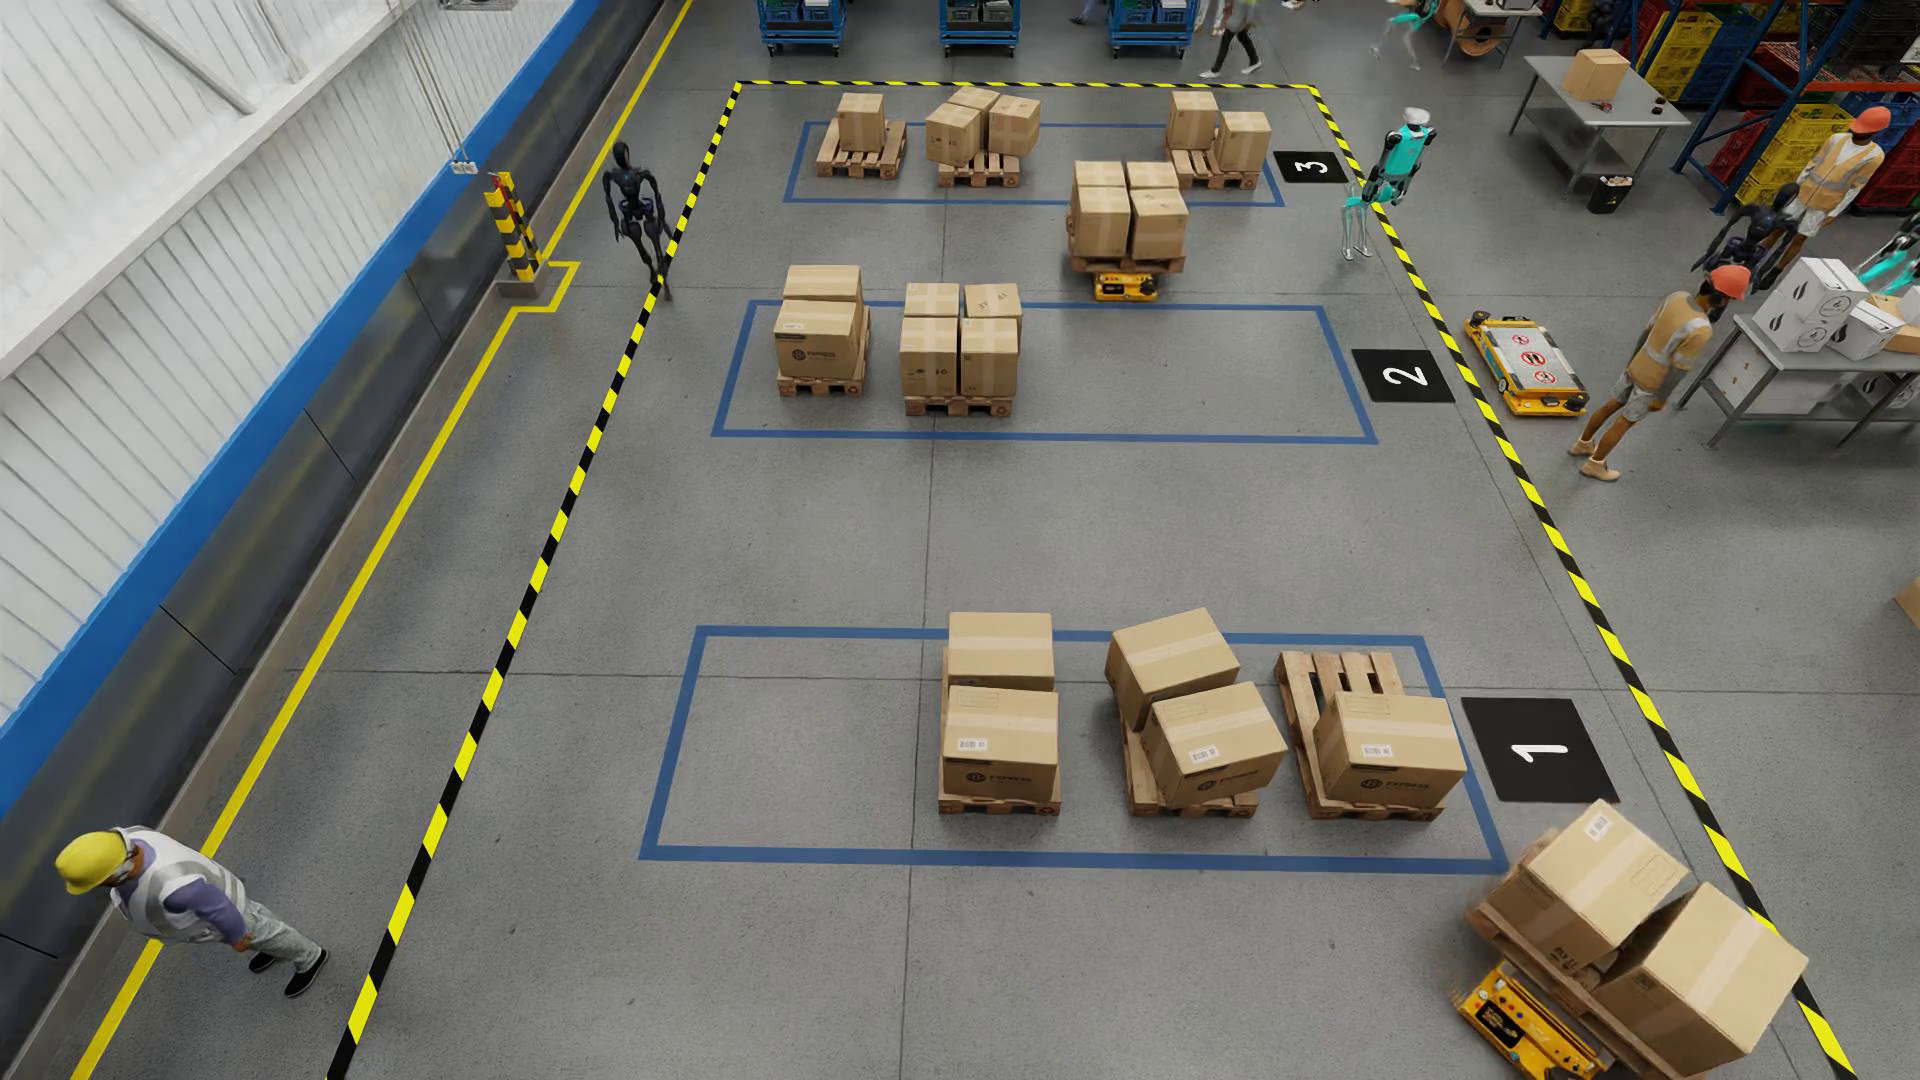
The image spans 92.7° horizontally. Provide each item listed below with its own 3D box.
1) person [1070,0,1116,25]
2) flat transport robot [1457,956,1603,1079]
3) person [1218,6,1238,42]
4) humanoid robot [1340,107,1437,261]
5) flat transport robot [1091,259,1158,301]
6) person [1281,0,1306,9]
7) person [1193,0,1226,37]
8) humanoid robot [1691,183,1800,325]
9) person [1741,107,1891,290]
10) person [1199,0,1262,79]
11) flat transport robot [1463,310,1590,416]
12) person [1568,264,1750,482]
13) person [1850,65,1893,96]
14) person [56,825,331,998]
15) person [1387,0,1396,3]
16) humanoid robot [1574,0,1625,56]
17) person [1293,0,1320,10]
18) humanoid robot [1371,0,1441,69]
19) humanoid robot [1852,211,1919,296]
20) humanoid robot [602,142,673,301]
[{"bbox_3d":[2.280,-8.908,14.292,0.943,1.700,0.573,6,49,5],"label":"person"},{"bbox_3d":[3.628,2.514,5.338,1.431,0.197,0.652,-31,56,-24],"label":"flat transport robot"},{"bbox_3d":[4.375,-8.663,13.942,0.393,1.918,0.588,-29,55,-22],"label":"person"},{"bbox_3d":[4.466,-3.854,9.809,0.533,1.677,0.735,-11,50,-9],"label":"humanoid robot"},{"bbox_3d":[1.804,-3.173,10.261,0.652,0.197,1.431,1,49,1],"label":"flat transport robot"},{"bbox_3d":[5.646,-9.684,14.867,0.342,1.863,0.517,36,58,27],"label":"person"},{"bbox_3d":[3.987,-8.782,14.094,0.620,1.845,0.430,23,53,19],"label":"person"},{"bbox_3d":[7.548,-2.687,8.928,0.589,1.644,0.460,36,58,27],"label":"humanoid robot"},{"bbox_3d":[8.829,-3.505,9.472,0.381,1.927,0.544,-20,52,-17],"label":"person"},{"bbox_3d":[4.050,-7.535,13.035,0.918,1.813,0.590,1,49,1],"label":"person"},{"bbox_3d":[5.573,-1.757,9.054,0.659,0.231,1.431,1,49,1],"label":"flat transport robot"},{"bbox_3d":[5.716,-1.358,7.545,0.402,2.032,0.607,6,49,5],"label":"person"},{"bbox_3d":[13.288,-7.239,12.812,0.509,1.760,1.044,5,49,4],"label":"person"},{"bbox_3d":[-3.976,1.950,4.817,0.587,1.823,0.404,23,53,19],"label":"person"},{"bbox_3d":[7.475,-9.828,14.980,0.334,1.872,0.512,27,54,21],"label":"person"},{"bbox_3d":[9.321,-7.617,13.204,0.629,1.634,0.601,-9,50,-8],"label":"humanoid robot"},{"bbox_3d":[5.827,-9.642,14.733,0.650,1.999,0.580,35,58,27],"label":"person"},{"bbox_3d":[6.588,-7.849,13.377,0.970,1.778,0.538,33,57,25],"label":"humanoid robot"},{"bbox_3d":[9.081,-2.643,8.926,0.751,1.903,0.548,-15,51,-13],"label":"humanoid robot"},{"bbox_3d":[-3.311,-3.289,9.469,0.584,1.627,0.752,-8,50,-7],"label":"humanoid robot"}]
